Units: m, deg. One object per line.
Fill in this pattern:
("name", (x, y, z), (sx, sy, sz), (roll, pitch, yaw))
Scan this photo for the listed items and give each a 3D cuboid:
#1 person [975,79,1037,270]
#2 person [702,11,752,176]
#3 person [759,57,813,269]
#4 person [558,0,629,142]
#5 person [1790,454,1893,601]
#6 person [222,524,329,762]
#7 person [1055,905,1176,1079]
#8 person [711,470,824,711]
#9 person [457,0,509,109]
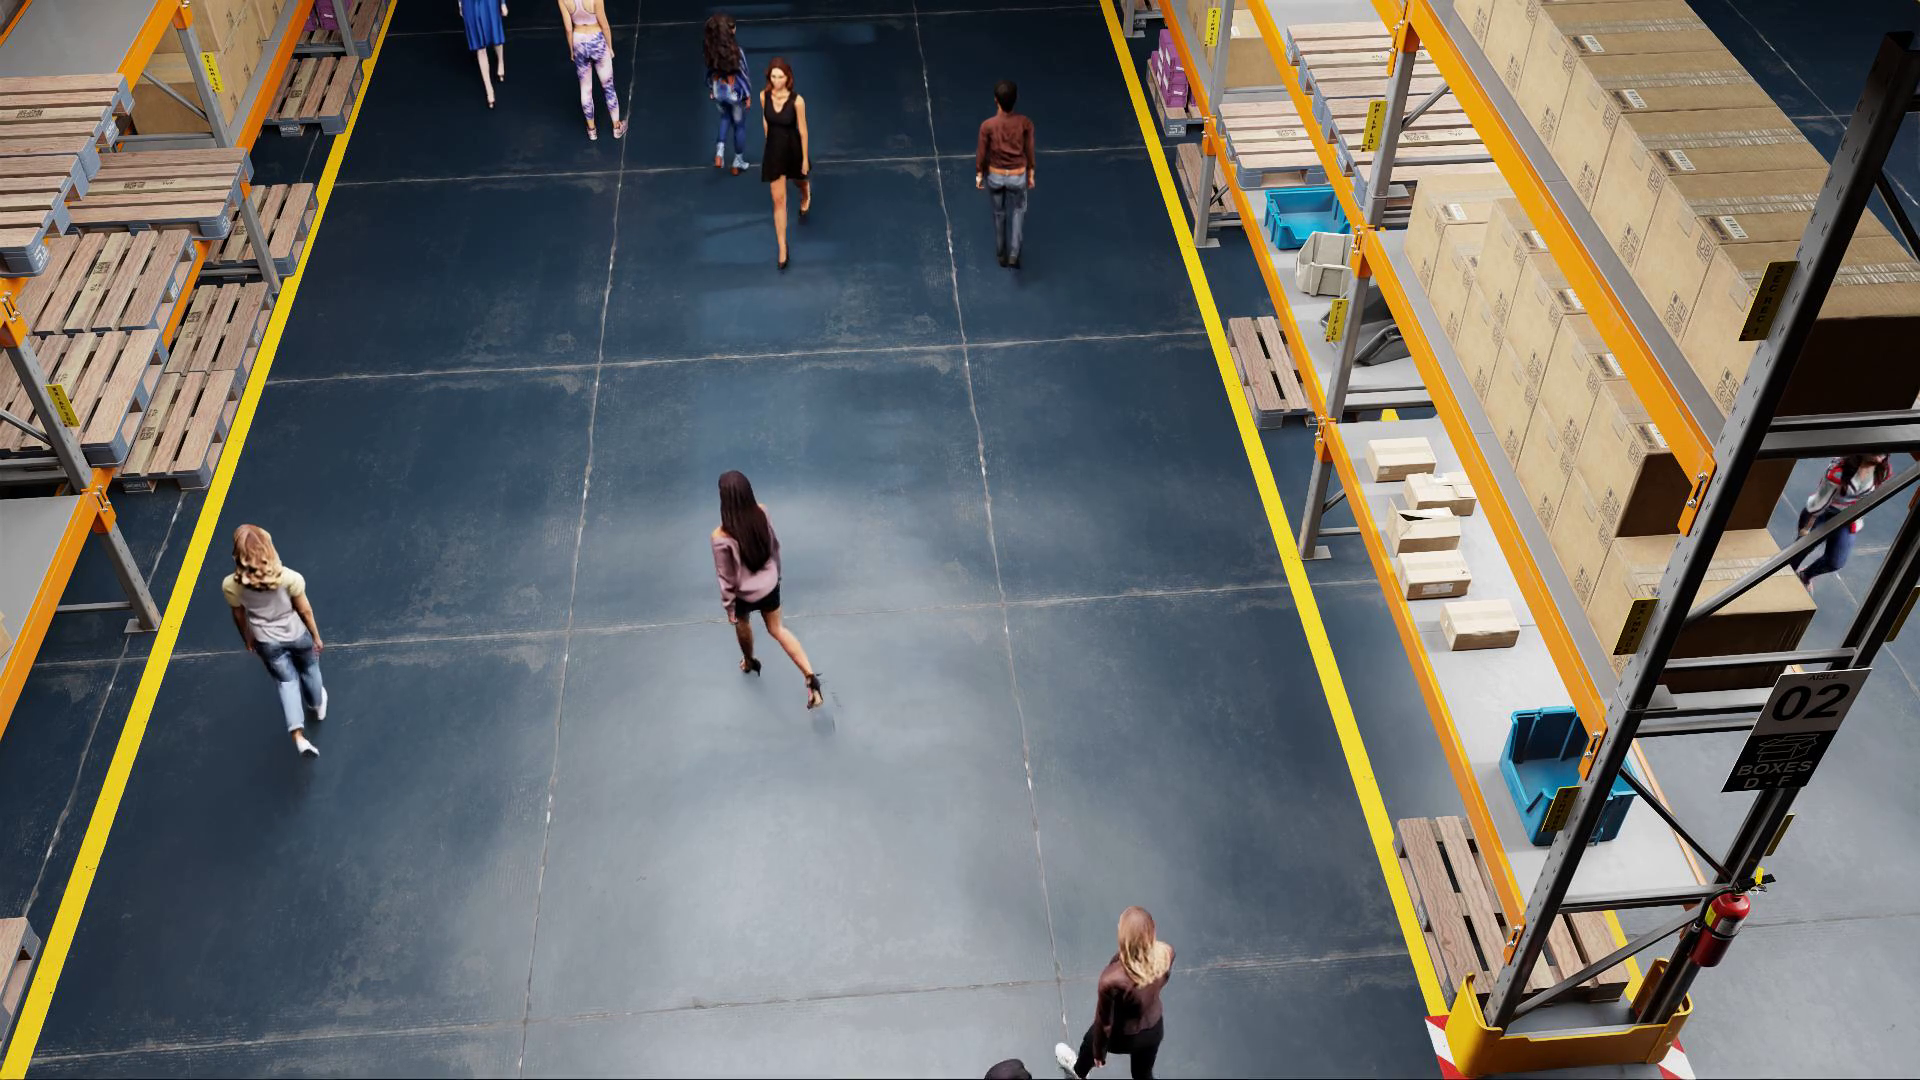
("person", (0.407, -3.001, 13.961), (0.668, 1.770, 0.803), (-2, 44, -2))
("person", (-2.146, -4.023, 15.150), (0.776, 1.610, 0.828), (19, 47, 19))
("person", (-1.450, -3.318, 14.283), (0.840, 1.784, 1.262), (9, 44, 9))
("person", (-3.473, -4.606, 15.649), (0.585, 1.767, 0.537), (-3, 44, -3))
("person", (5.835, -0.209, 11.161), (0.682, 1.590, 0.673), (6, 44, 6))
("person", (-4.132, 0.659, 10.166), (0.730, 1.706, 1.032), (-11, 45, -11))
("person", (0.896, 2.497, 8.263), (0.839, 1.669, 1.013), (-21, 48, -21))
("person", (-1.217, 0.379, 10.411), (1.054, 1.772, 1.168), (-34, 53, -30))
("person", (-4.663, -5.224, 16.272), (0.667, 1.802, 0.958), (-7, 44, -8))
